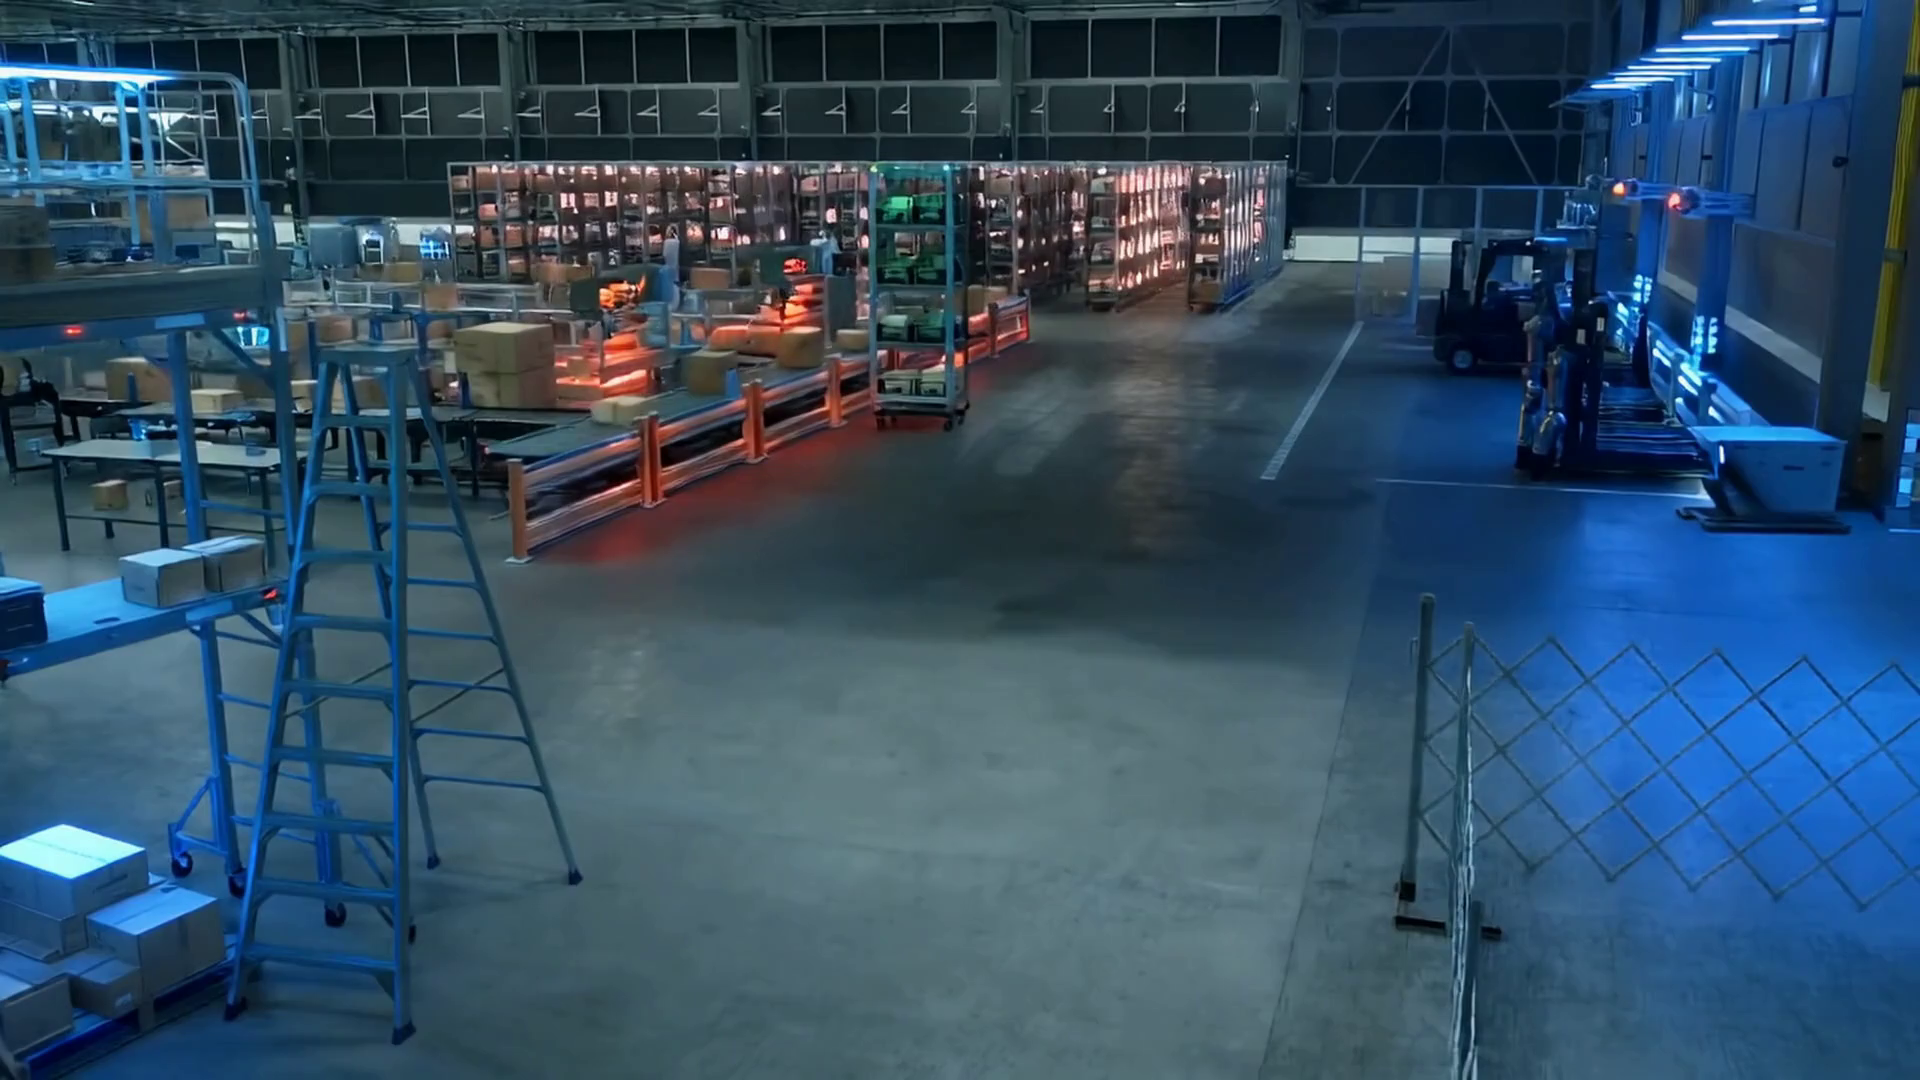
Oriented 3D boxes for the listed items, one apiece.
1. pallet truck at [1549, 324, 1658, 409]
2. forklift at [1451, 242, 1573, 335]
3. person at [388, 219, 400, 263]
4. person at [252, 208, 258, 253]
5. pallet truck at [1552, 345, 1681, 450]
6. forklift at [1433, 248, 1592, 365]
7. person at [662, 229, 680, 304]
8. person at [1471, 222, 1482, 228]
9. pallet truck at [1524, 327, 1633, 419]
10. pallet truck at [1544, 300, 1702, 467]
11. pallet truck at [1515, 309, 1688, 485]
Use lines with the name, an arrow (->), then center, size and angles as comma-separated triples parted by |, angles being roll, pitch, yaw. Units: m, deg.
pallet truck -> 9.824, -2.669, 25.407 | 1.601, 1.201, 0.680 | 4, 14, 16
forklift -> 10.464, -4.597, 31.405 | 2.680, 1.987, 1.157 | 4, 14, 16
person -> -18.215, -9.440, 53.553 | 0.381, 1.737, 0.566 | -4, 14, -17
person -> -25.672, -11.160, 60.696 | 0.660, 1.869, 0.906 | -7, 15, -28
pallet truck -> 8.641, -1.896, 21.908 | 1.630, 1.274, 0.653 | 4, 14, 16
forklift -> 9.780, -4.111, 29.280 | 2.680, 1.987, 1.157 | 3, 13, 14
person -> -7.454, -7.038, 42.798 | 0.407, 1.910, 0.640 | 4, 14, 16
person -> 14.228, -7.830, 46.063 | 0.412, 1.985, 0.625 | 6, 15, 26
pallet truck -> 9.065, -2.460, 24.370 | 1.522, 1.261, 0.704 | 3, 13, 14
pallet truck -> 8.263, -1.952, 20.631 | 1.885, 1.965, 0.823 | 5, 14, 20
pallet truck -> 7.554, -1.677, 19.446 | 1.885, 1.965, 0.823 | 3, 13, 14
